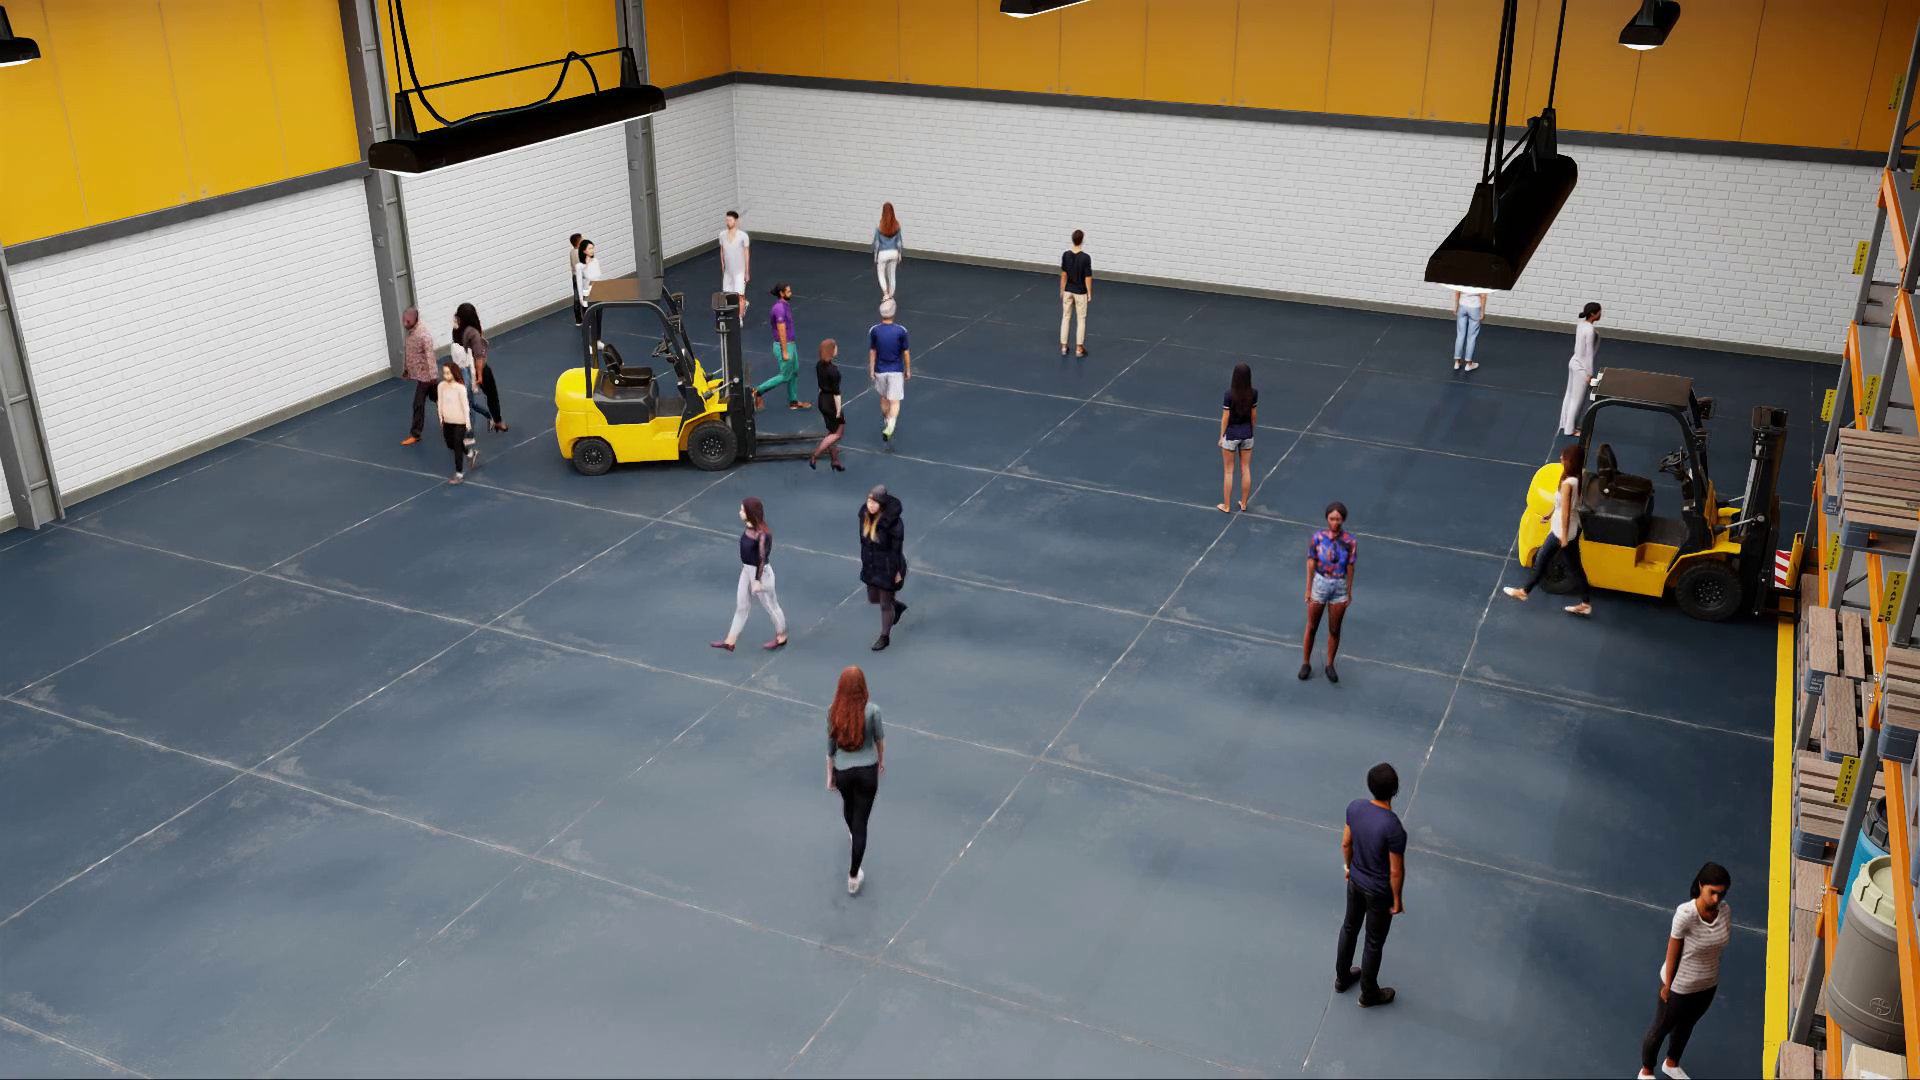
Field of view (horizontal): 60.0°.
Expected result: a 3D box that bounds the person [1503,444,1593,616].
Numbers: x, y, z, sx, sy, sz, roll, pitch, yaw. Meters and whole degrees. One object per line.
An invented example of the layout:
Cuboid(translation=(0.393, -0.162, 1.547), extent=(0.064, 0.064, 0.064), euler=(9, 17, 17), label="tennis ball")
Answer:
Cuboid(translation=(6.067, -0.058, 16.401), extent=(0.800, 1.733, 1.083), euler=(16, 28, 33), label="person")

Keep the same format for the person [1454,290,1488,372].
Cuboid(translation=(7.297, -3.285, 23.794), extent=(0.678, 1.726, 0.625), euler=(18, 29, 35), label="person")

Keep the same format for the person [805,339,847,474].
Cuboid(translation=(-1.626, -1.561, 19.895), extent=(0.921, 1.689, 0.802), euler=(-17, 29, -33), label="person")

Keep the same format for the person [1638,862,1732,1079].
Cuboid(translation=(4.476, 2.690, 10.229), extent=(0.643, 1.642, 0.701), euler=(-8, 25, -18), label="person")

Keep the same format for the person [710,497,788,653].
Cuboid(translation=(-1.845, 0.338, 15.699), extent=(1.067, 1.571, 0.957), euler=(-11, 26, -24), label="person")

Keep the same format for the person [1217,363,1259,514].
Cuboid(translation=(3.156, -1.161, 18.883), extent=(0.655, 1.767, 0.694), euler=(-5, 24, -11), label="person")

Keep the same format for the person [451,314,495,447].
Cuboid(translation=(-6.152, -2.048, 20.972), extent=(0.977, 1.718, 0.807), euler=(-19, 30, -36), label="person")

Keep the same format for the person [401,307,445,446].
Cuboid(translation=(-6.731, -2.137, 21.110), extent=(1.257, 1.772, 1.034), euler=(-15, 28, -30), label="person")

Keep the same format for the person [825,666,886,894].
Cuboid(translation=(-0.775, 1.790, 12.217), extent=(0.825, 1.698, 1.150), euler=(3, 24, 6), label="person")

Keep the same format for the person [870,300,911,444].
Cuboid(translation=(-0.906, -2.085, 20.946), extent=(0.874, 1.807, 1.192), euler=(2, 24, 4), label="person")

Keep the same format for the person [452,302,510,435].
Cuboid(translation=(-6.186, -2.041, 20.855), extent=(0.708, 1.800, 1.151), euler=(13, 27, 27), label="person")

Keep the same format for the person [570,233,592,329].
Cuboid(translation=(-5.896, -4.039, 25.845), extent=(0.575, 1.464, 0.547), euler=(15, 28, 31), label="person")

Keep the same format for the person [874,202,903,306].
Cuboid(translation=(-1.149, -4.550, 26.733), extent=(0.764, 1.689, 0.810), euler=(-5, 24, -11), label="person")

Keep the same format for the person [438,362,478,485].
Cuboid(translation=(-5.999, -1.428, 19.867), extent=(0.562, 1.469, 0.818), euler=(10, 25, 21), label="person")

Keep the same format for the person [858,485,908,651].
Cuboid(translation=(-0.674, 0.226, 15.838), extent=(0.766, 1.665, 0.904), euler=(17, 29, 34), label="person")

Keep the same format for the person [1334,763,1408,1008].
Cuboid(translation=(2.712, 2.270, 10.996), extent=(0.696, 1.797, 0.714), euler=(-17, 29, -34), label="person")

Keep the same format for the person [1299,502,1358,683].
Cuboid(translation=(3.366, 0.469, 15.183), extent=(0.649, 1.743, 0.612), euler=(3, 24, 7), label="person")

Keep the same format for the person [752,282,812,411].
Cuboid(translation=(-2.424, -2.537, 22.053), extent=(0.940, 1.748, 1.040), euler=(1, 24, 1), label="person")

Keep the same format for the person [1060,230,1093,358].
Cuboid(translation=(1.694, -3.622, 24.408), extent=(0.629, 1.850, 0.539), euler=(11, 26, 23), label="person")

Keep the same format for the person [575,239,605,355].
Cuboid(translation=(-5.463, -3.605, 24.558), extent=(0.699, 1.700, 0.514), euler=(15, 28, 30), label="person")

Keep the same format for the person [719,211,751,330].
Cuboid(translation=(-3.419, -4.194, 25.735), extent=(0.706, 1.836, 0.897), euler=(9, 25, 20), label="person")

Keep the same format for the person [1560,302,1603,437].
Cuboid(translation=(7.967, -2.208, 21.317), extent=(0.757, 1.735, 0.613), euler=(1, 24, 2), label="person")
